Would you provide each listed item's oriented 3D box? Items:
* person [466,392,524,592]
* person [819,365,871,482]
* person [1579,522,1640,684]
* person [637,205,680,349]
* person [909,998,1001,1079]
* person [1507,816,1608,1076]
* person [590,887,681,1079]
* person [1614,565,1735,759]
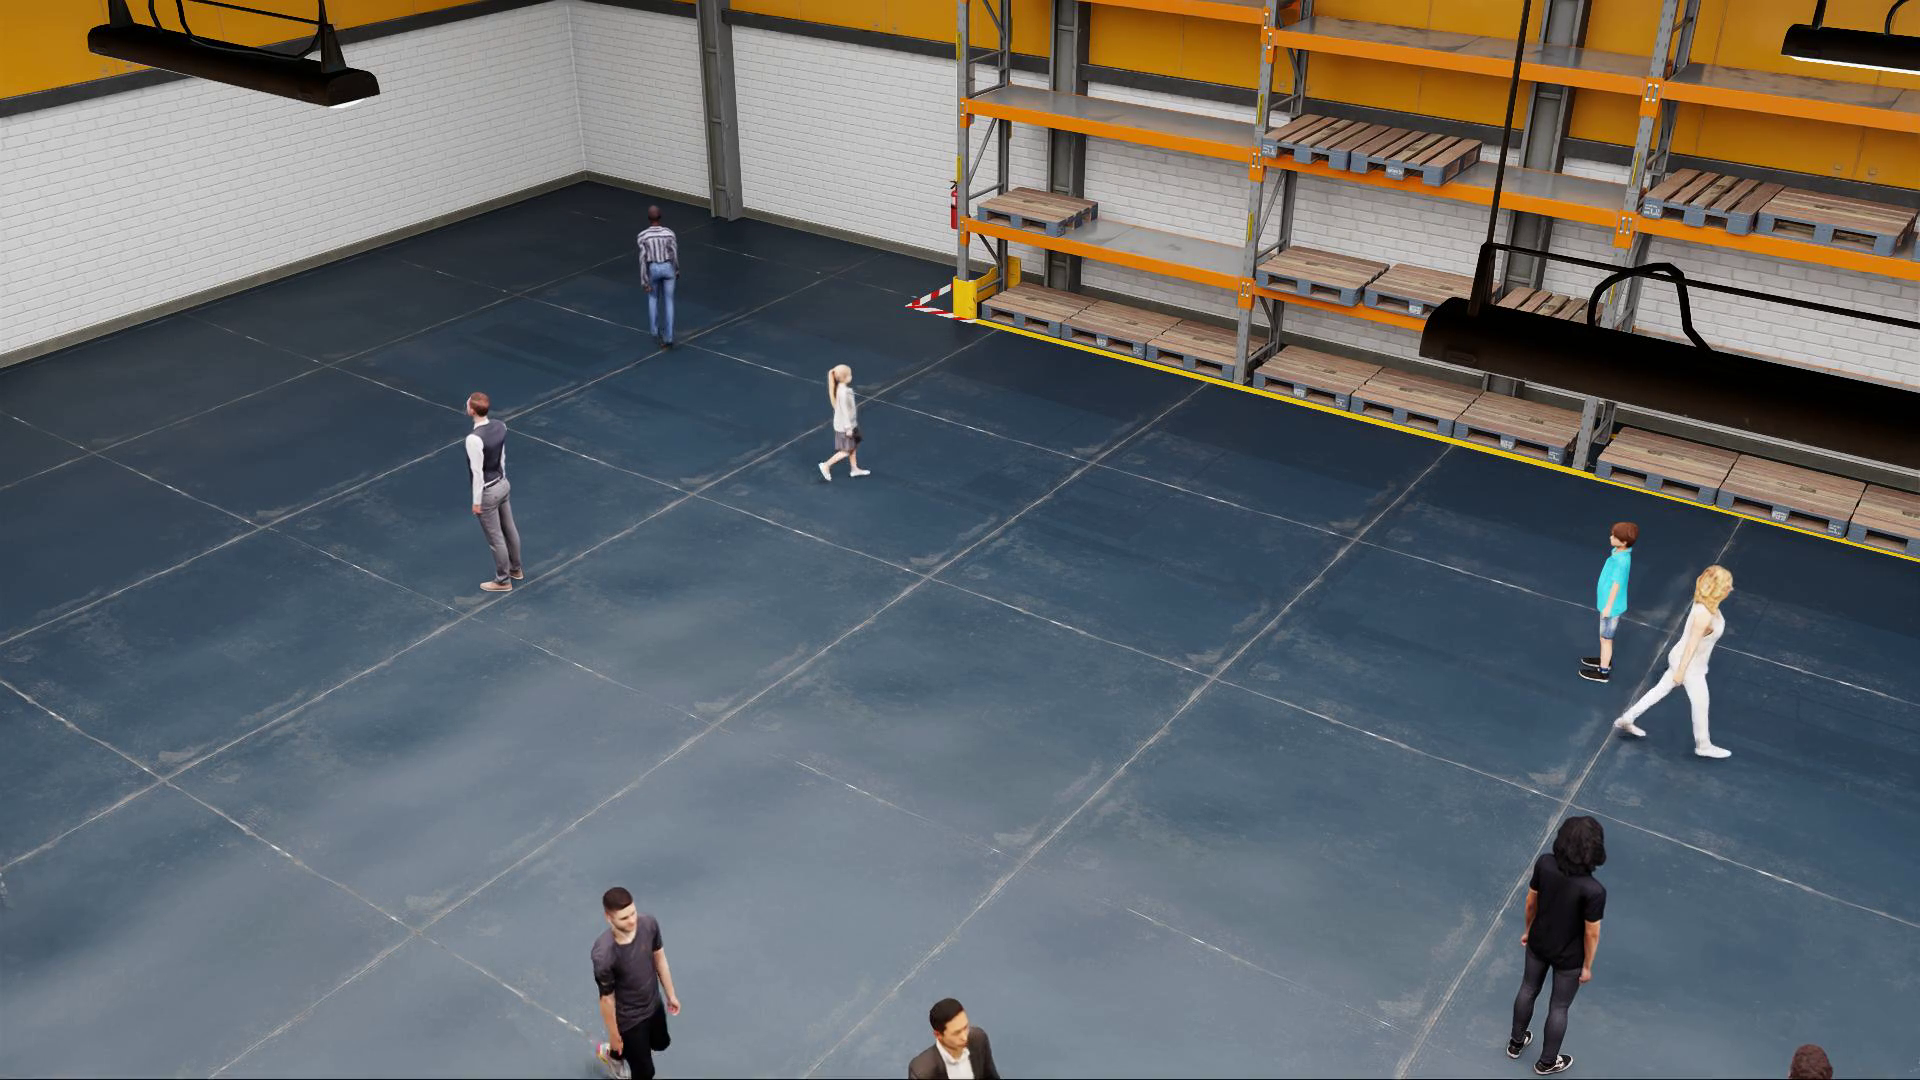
[{"bbox_3d":[-4.251,-0.454,15.100,0.671,1.938,0.725,9,30,16],"label":"person"},{"bbox_3d":[-1.223,-1.194,17.160,0.845,1.265,0.752,-1,29,-3],"label":"person"},{"bbox_3d":[5.450,0.499,13.866,0.570,1.448,0.568,8,30,15],"label":"person"},{"bbox_3d":[-3.619,-3.165,20.242,0.950,1.775,1.026,-6,29,-12],"label":"person"},{"bbox_3d":[-0.090,3.080,8.809,1.211,1.760,0.808,26,38,38],"label":"person"},{"bbox_3d":[3.573,2.413,9.953,0.746,1.835,0.571,-20,34,-32],"label":"person"},{"bbox_3d":[-1.906,2.668,9.576,0.980,1.749,0.657,18,33,29],"label":"person"},{"bbox_3d":[5.556,0.928,12.892,1.160,1.628,0.790,10,30,17],"label":"person"}]
